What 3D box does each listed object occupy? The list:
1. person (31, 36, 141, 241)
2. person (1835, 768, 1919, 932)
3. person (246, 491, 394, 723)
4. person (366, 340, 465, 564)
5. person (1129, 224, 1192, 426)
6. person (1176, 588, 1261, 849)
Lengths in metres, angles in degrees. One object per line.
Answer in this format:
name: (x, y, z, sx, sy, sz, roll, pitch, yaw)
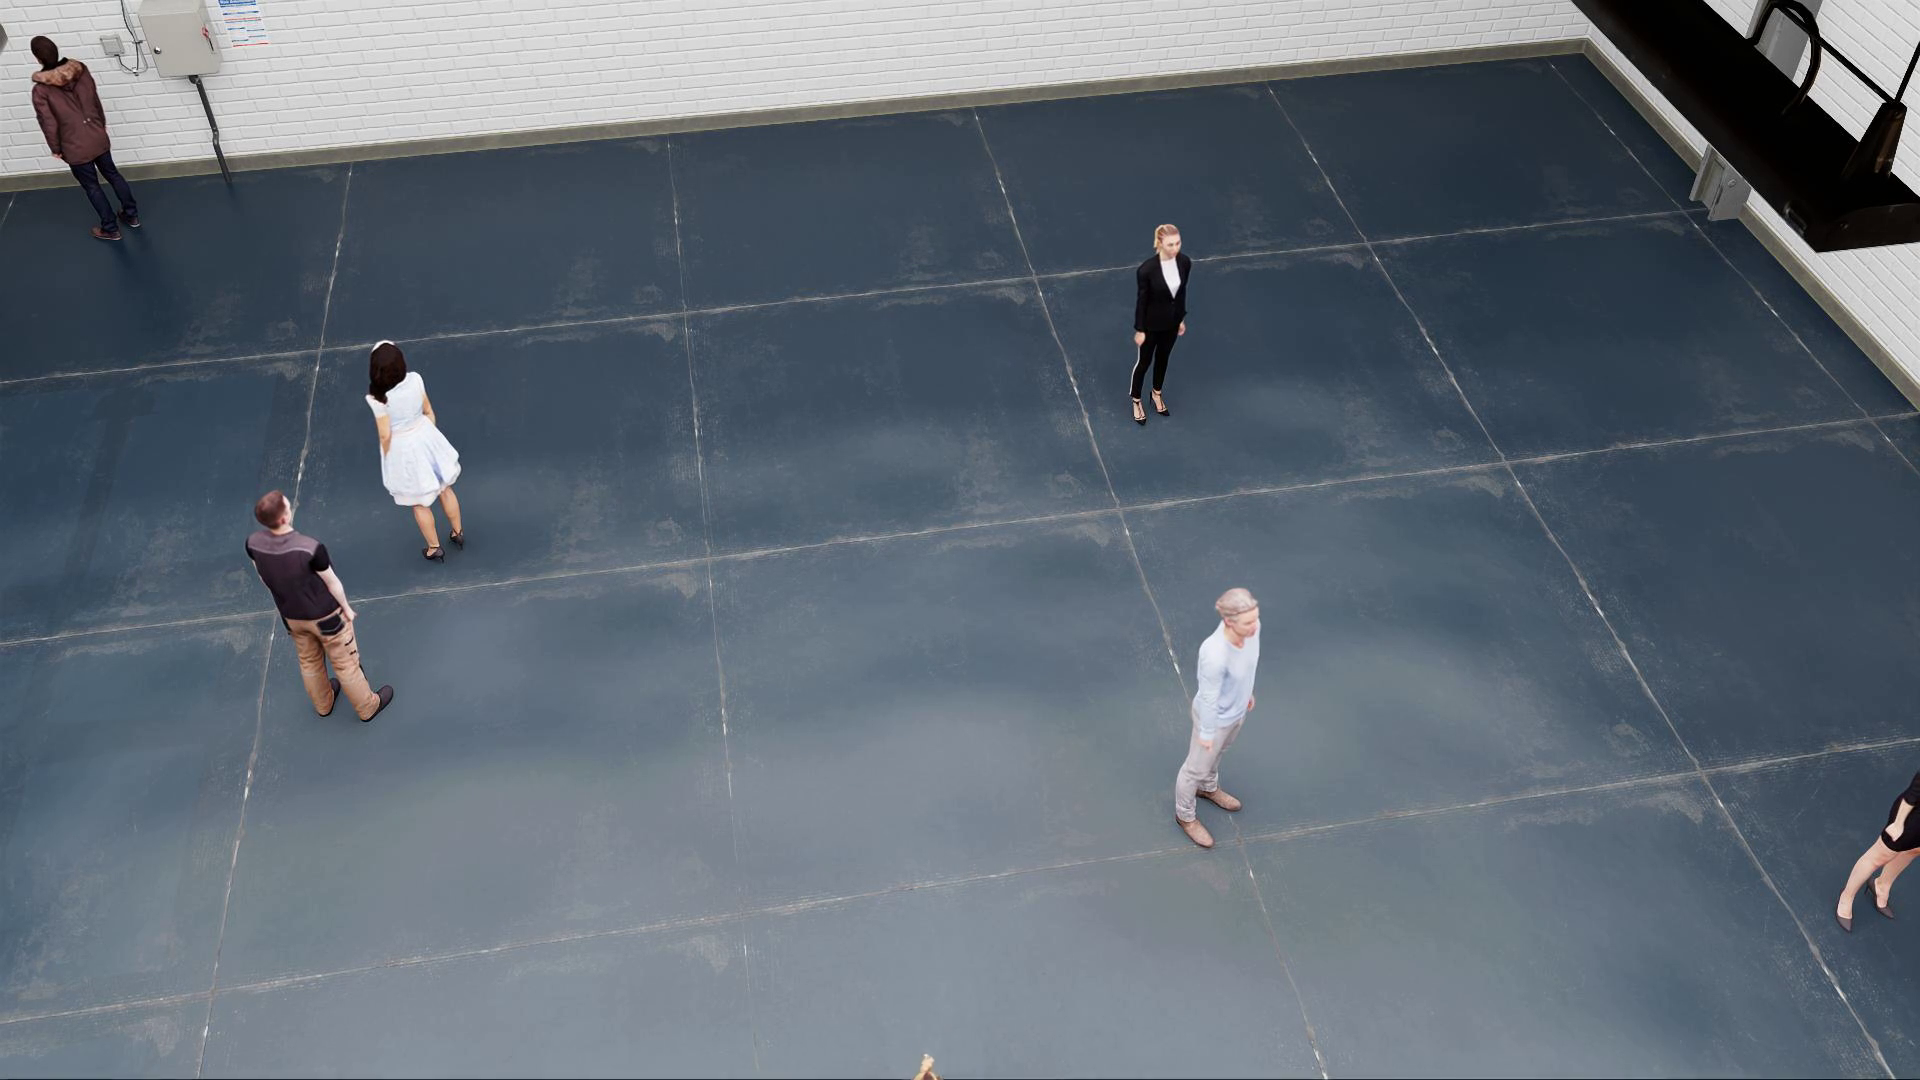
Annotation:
person: (-7.495, -3.433, 14.199, 0.935, 1.848, 0.845, 20, 47, 19)
person: (5.246, 1.499, 9.053, 0.602, 1.806, 0.502, -10, 45, -11)
person: (-3.973, 0.416, 10.164, 0.758, 1.842, 0.726, 8, 44, 8)
person: (-3.679, -0.582, 11.231, 0.907, 1.816, 0.855, 33, 53, 30)
person: (1.481, -1.614, 12.392, 0.671, 1.707, 0.639, -19, 47, -19)
person: (1.488, 0.974, 9.541, 0.795, 1.893, 0.750, 29, 51, 27)
